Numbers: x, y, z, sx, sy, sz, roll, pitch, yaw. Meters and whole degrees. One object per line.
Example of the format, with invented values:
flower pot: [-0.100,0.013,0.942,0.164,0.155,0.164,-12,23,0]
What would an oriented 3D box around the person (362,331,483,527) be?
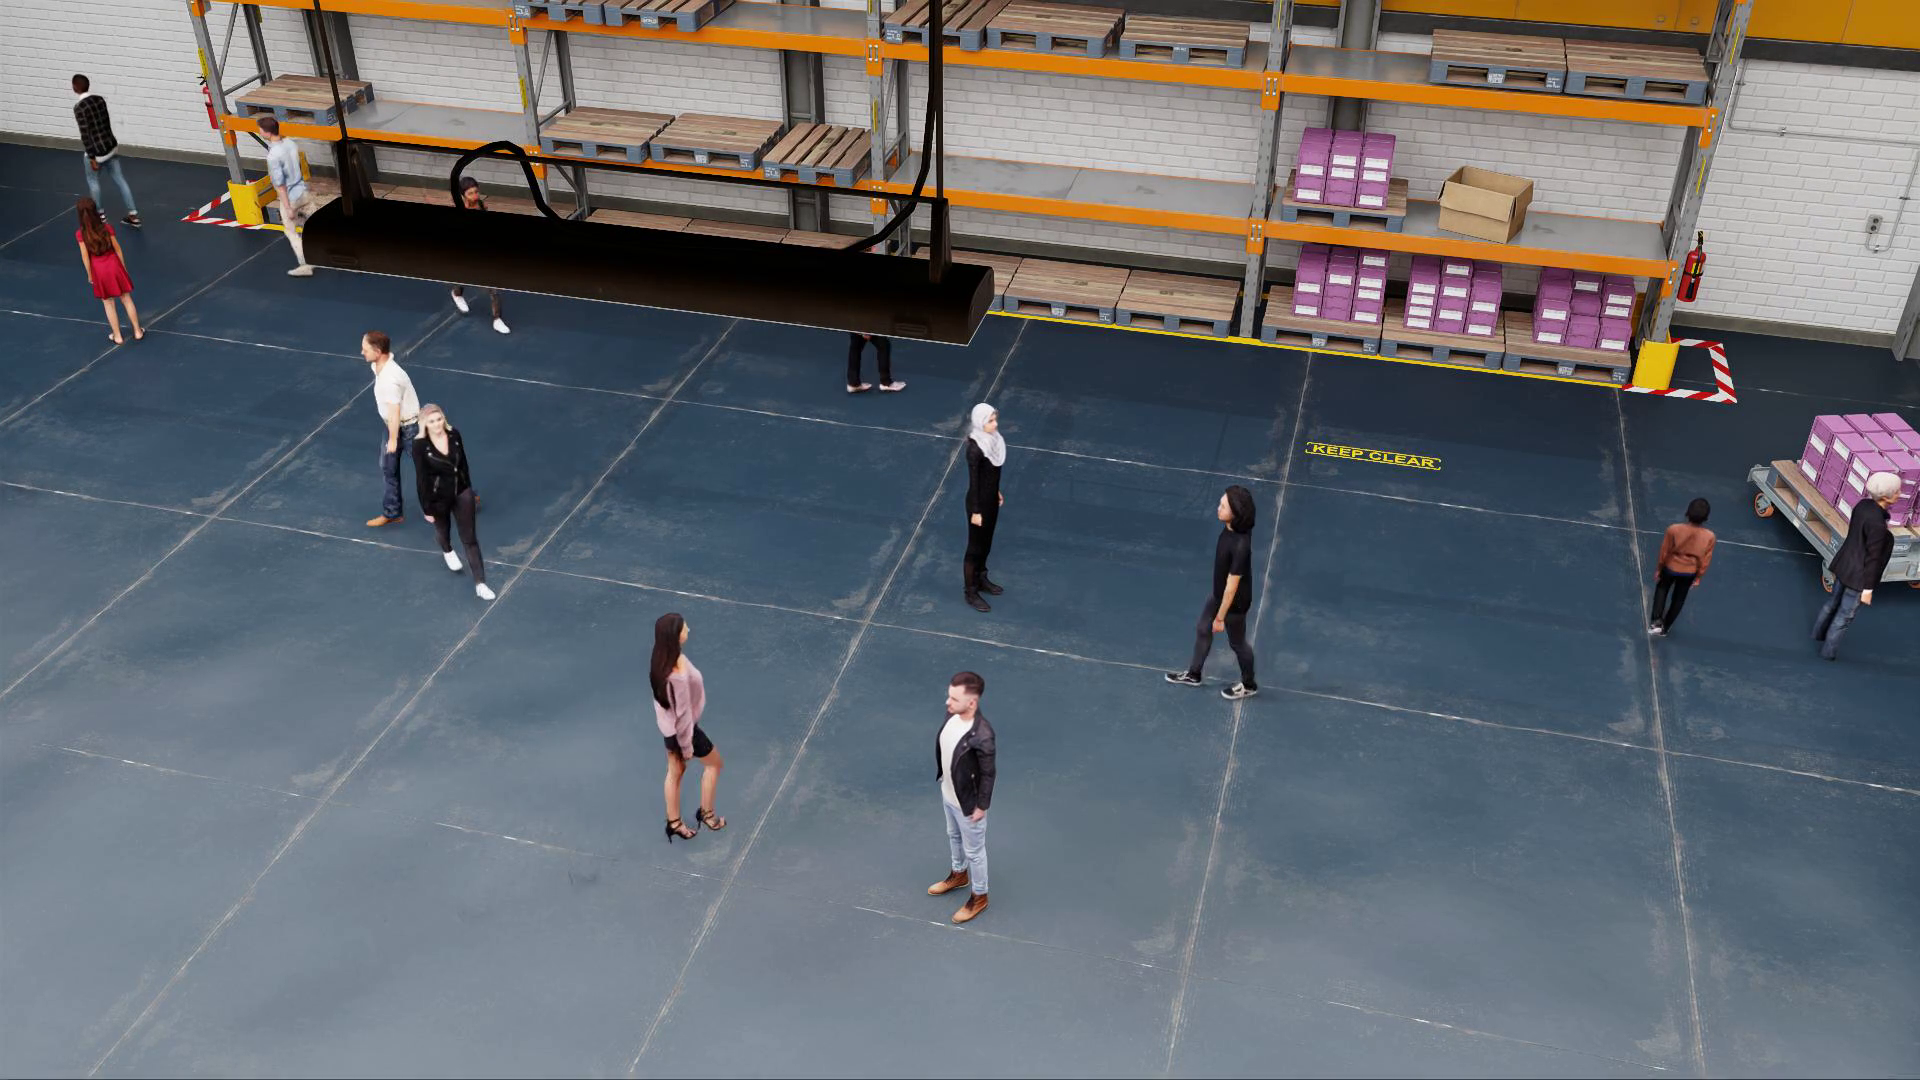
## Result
person: [-4.567,-0.936,14.011,1.263,1.813,1.186,-17,37,-24]

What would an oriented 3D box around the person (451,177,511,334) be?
person: [-5.065,-2.984,17.237,1.002,1.654,1.220,-28,42,-35]

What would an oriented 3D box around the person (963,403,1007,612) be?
person: [0.177,-0.281,13.057,0.585,1.779,0.643,15,36,21]

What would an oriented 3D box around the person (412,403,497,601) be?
person: [-4.138,-0.359,13.308,1.085,1.630,1.223,-22,40,-30]

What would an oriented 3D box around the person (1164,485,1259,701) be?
person: [2.049,0.395,12.004,1.001,1.818,0.808,1,34,1]

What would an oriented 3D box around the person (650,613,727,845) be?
person: [-1.882,1.263,10.720,0.853,1.795,0.793,-18,38,-25]

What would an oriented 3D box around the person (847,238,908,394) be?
person: [-0.995,-2.116,15.979,0.953,1.599,0.867,-9,35,-13]

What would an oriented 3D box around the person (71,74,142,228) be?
person: [-9.930,-4.504,19.403,1.035,1.787,0.760,13,36,18]

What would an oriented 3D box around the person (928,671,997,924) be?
person: [0.039,1.550,10.250,0.786,1.837,0.724,-18,38,-25]

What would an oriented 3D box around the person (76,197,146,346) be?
person: [-8.715,-2.757,16.986,0.681,1.553,0.741,-21,39,-28]

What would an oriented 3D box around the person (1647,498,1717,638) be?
person: [5.514,0.249,12.738,0.615,1.249,0.627,14,36,20]

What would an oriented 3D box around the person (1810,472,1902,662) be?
person: [6.796,0.284,12.609,0.588,1.778,0.731,7,34,10]
